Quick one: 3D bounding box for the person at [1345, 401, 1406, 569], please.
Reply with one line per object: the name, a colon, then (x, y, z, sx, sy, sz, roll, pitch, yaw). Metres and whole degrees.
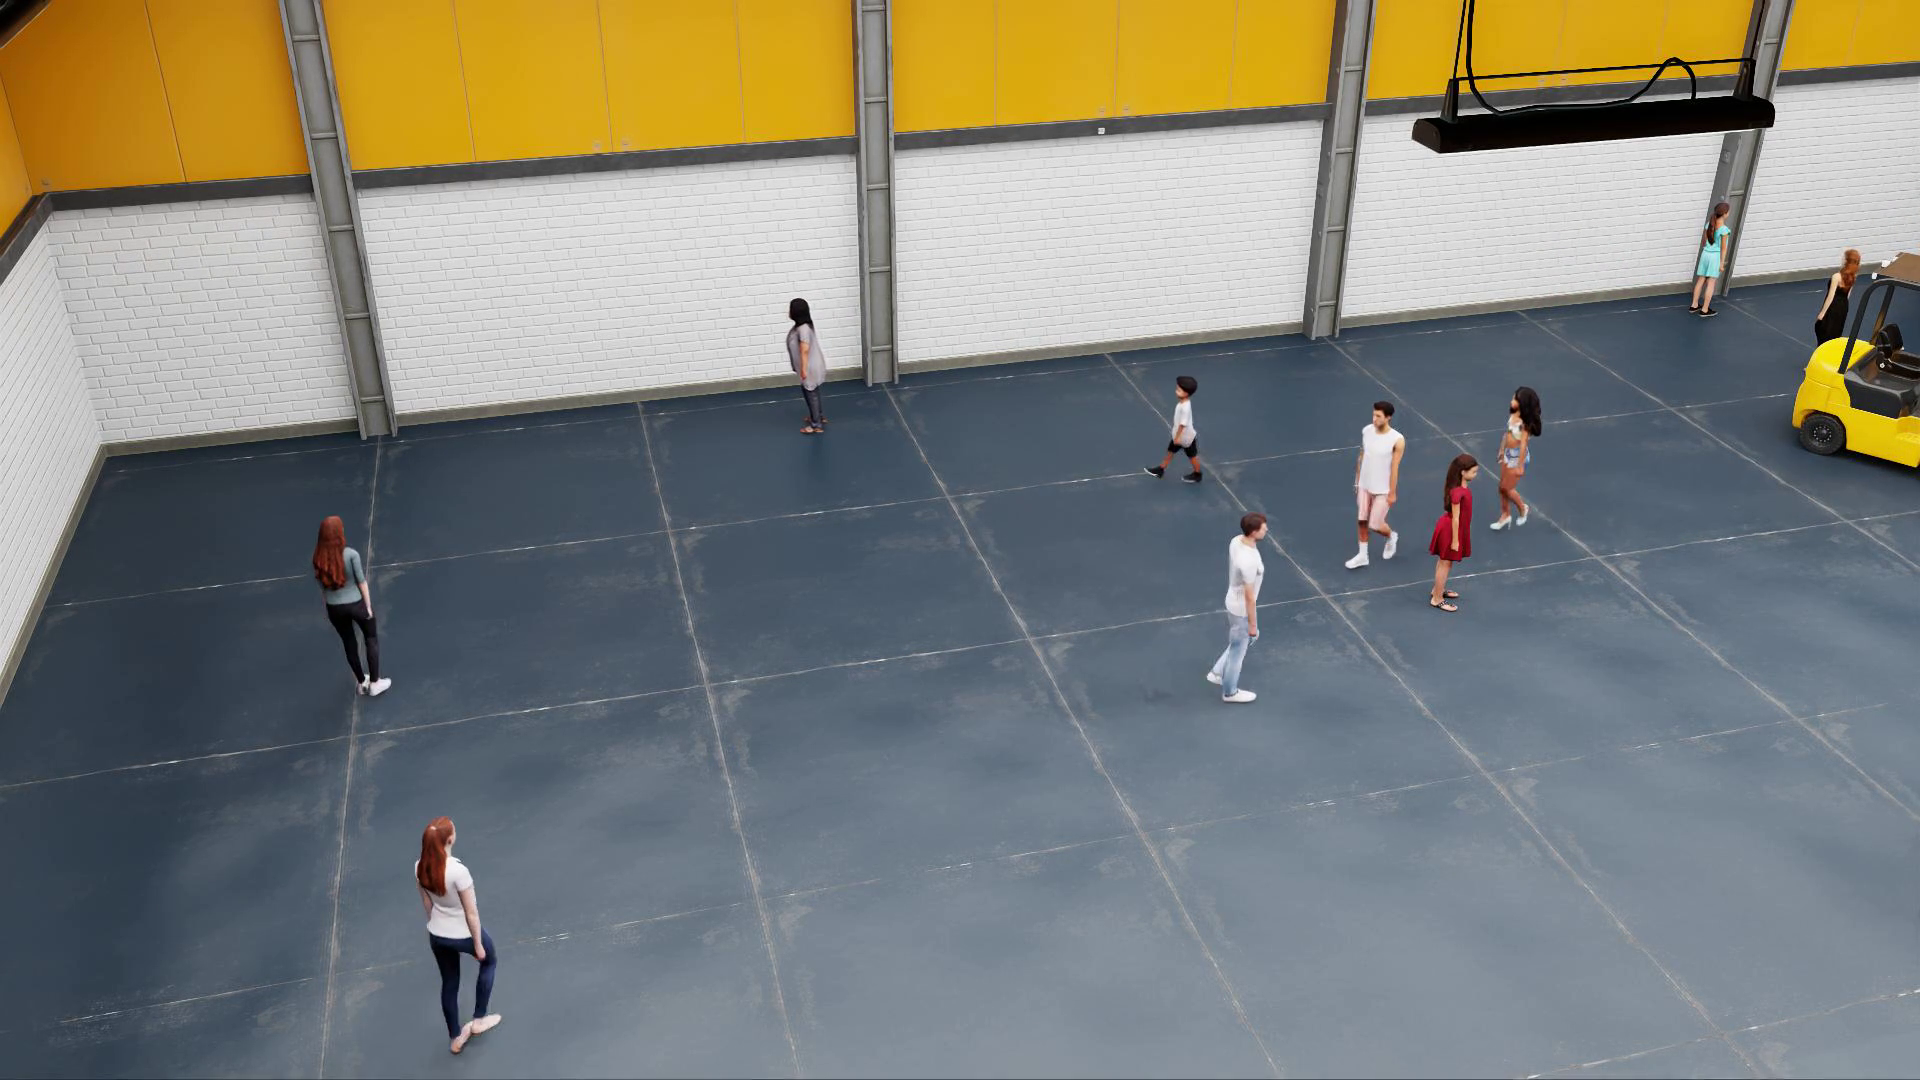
person: (4.138, -0.544, 16.285, 0.952, 1.773, 0.821, -19, 34, -31)

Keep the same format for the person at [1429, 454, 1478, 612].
person: (4.644, -0.098, 15.692, 0.726, 1.556, 0.666, 8, 30, 15)

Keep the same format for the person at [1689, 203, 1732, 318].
person: (10.170, -3.806, 22.489, 0.586, 1.558, 0.584, -13, 31, -22)

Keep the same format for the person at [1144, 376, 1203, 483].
person: (2.484, -1.169, 18.004, 0.913, 1.223, 0.653, 1, 29, 1)

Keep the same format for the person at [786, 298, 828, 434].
person: (-1.743, -2.036, 19.202, 0.761, 1.598, 0.727, 1, 29, 1)

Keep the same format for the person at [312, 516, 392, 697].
person: (-5.246, 0.607, 14.207, 0.618, 1.742, 0.711, -2, 29, -3)

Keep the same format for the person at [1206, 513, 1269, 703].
person: (2.305, 0.589, 14.135, 0.745, 1.843, 0.746, -2, 29, -4)

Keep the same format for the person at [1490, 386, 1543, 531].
person: (5.716, -0.801, 16.923, 0.686, 1.613, 0.621, -3, 29, -5)

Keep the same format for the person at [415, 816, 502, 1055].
person: (-3.265, 2.589, 10.600, 0.713, 1.716, 0.784, 7, 29, 13)

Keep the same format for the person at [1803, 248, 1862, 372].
person: (10.869, -2.837, 20.643, 0.577, 1.625, 0.677, -15, 32, -25)
